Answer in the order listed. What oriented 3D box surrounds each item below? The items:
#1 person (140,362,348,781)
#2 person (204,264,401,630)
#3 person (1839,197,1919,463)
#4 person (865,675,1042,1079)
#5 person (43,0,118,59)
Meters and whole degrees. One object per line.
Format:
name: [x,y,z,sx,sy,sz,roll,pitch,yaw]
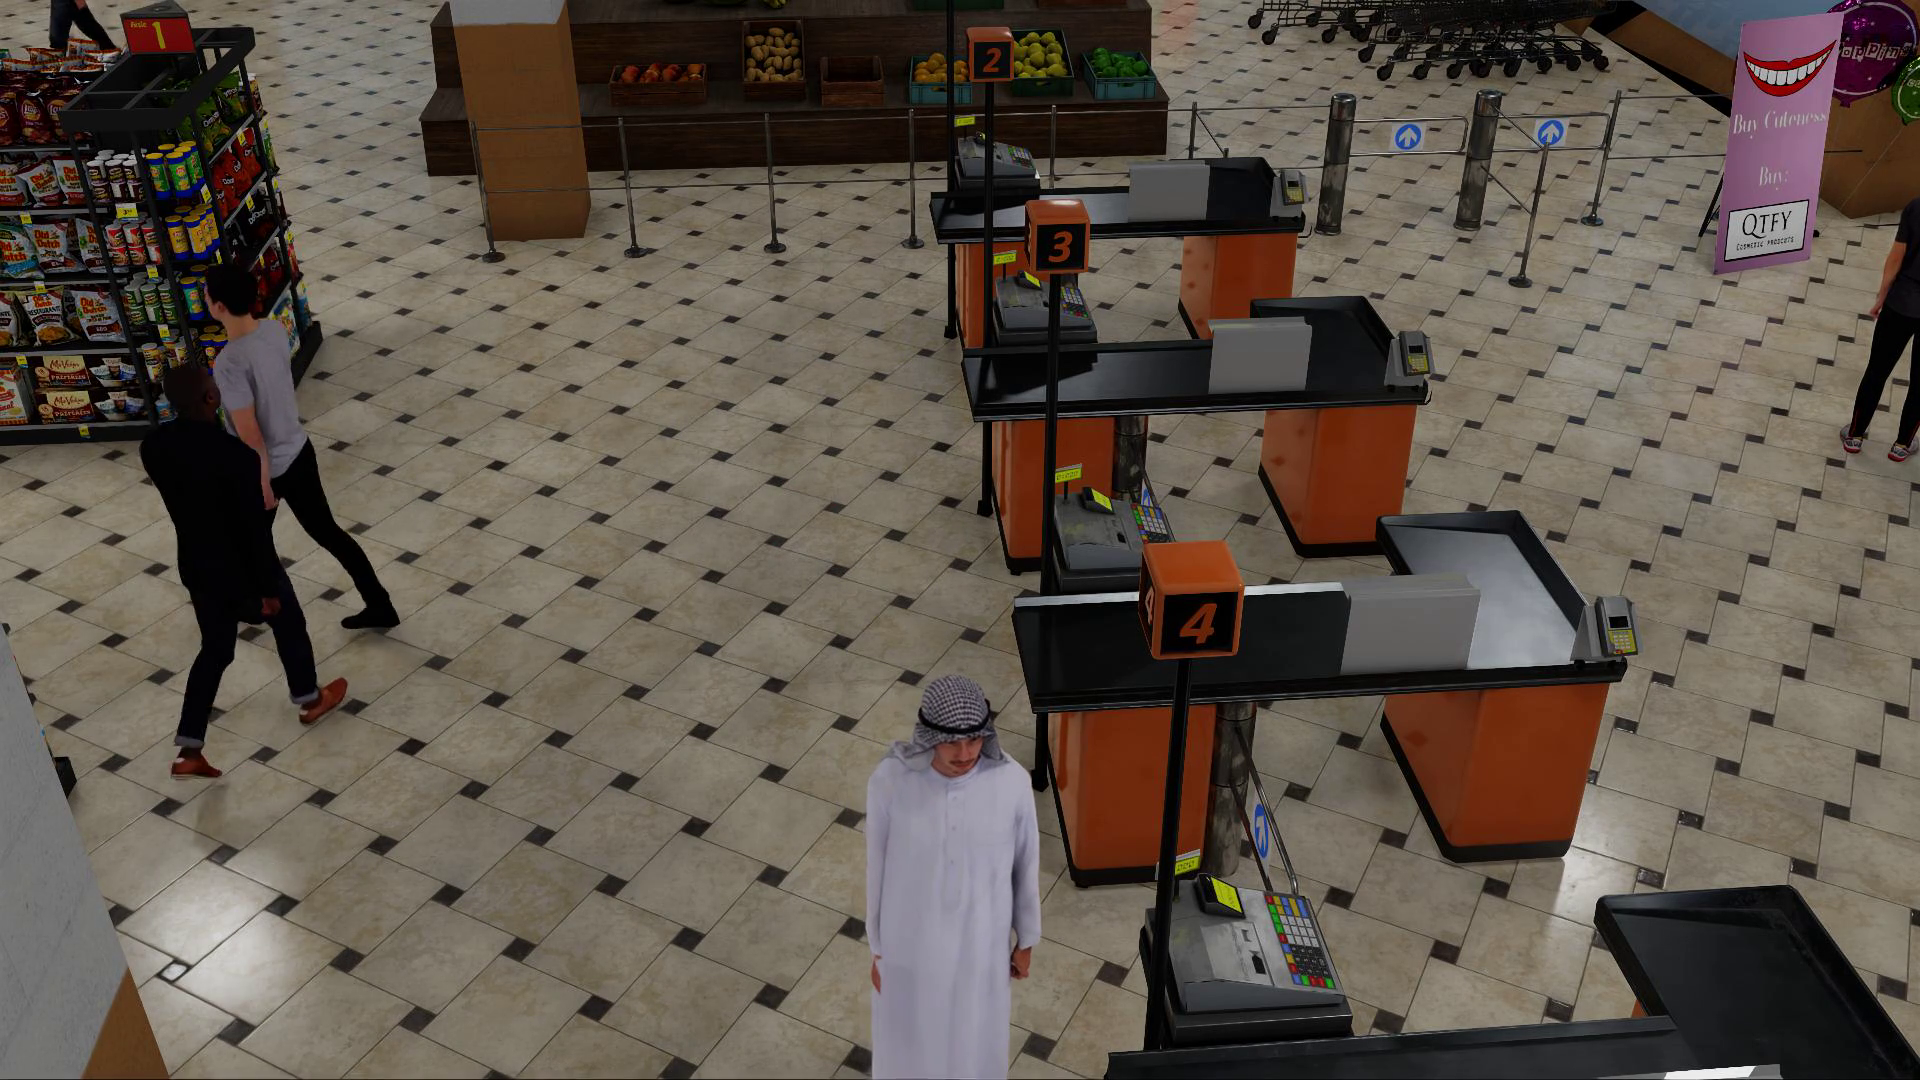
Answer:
person: [-2.999,0.183,6.676,1.210,1.786,1.069,9,33,15]
person: [-2.978,-0.321,7.457,1.287,1.816,0.942,7,32,10]
person: [5.214,-1.263,9.021,0.681,1.765,0.780,17,36,25]
person: [-0.051,1.179,4.944,0.592,1.924,0.744,-3,32,-5]
person: [-7.956,-4.956,14.955,1.234,1.766,1.050,-21,37,-30]
